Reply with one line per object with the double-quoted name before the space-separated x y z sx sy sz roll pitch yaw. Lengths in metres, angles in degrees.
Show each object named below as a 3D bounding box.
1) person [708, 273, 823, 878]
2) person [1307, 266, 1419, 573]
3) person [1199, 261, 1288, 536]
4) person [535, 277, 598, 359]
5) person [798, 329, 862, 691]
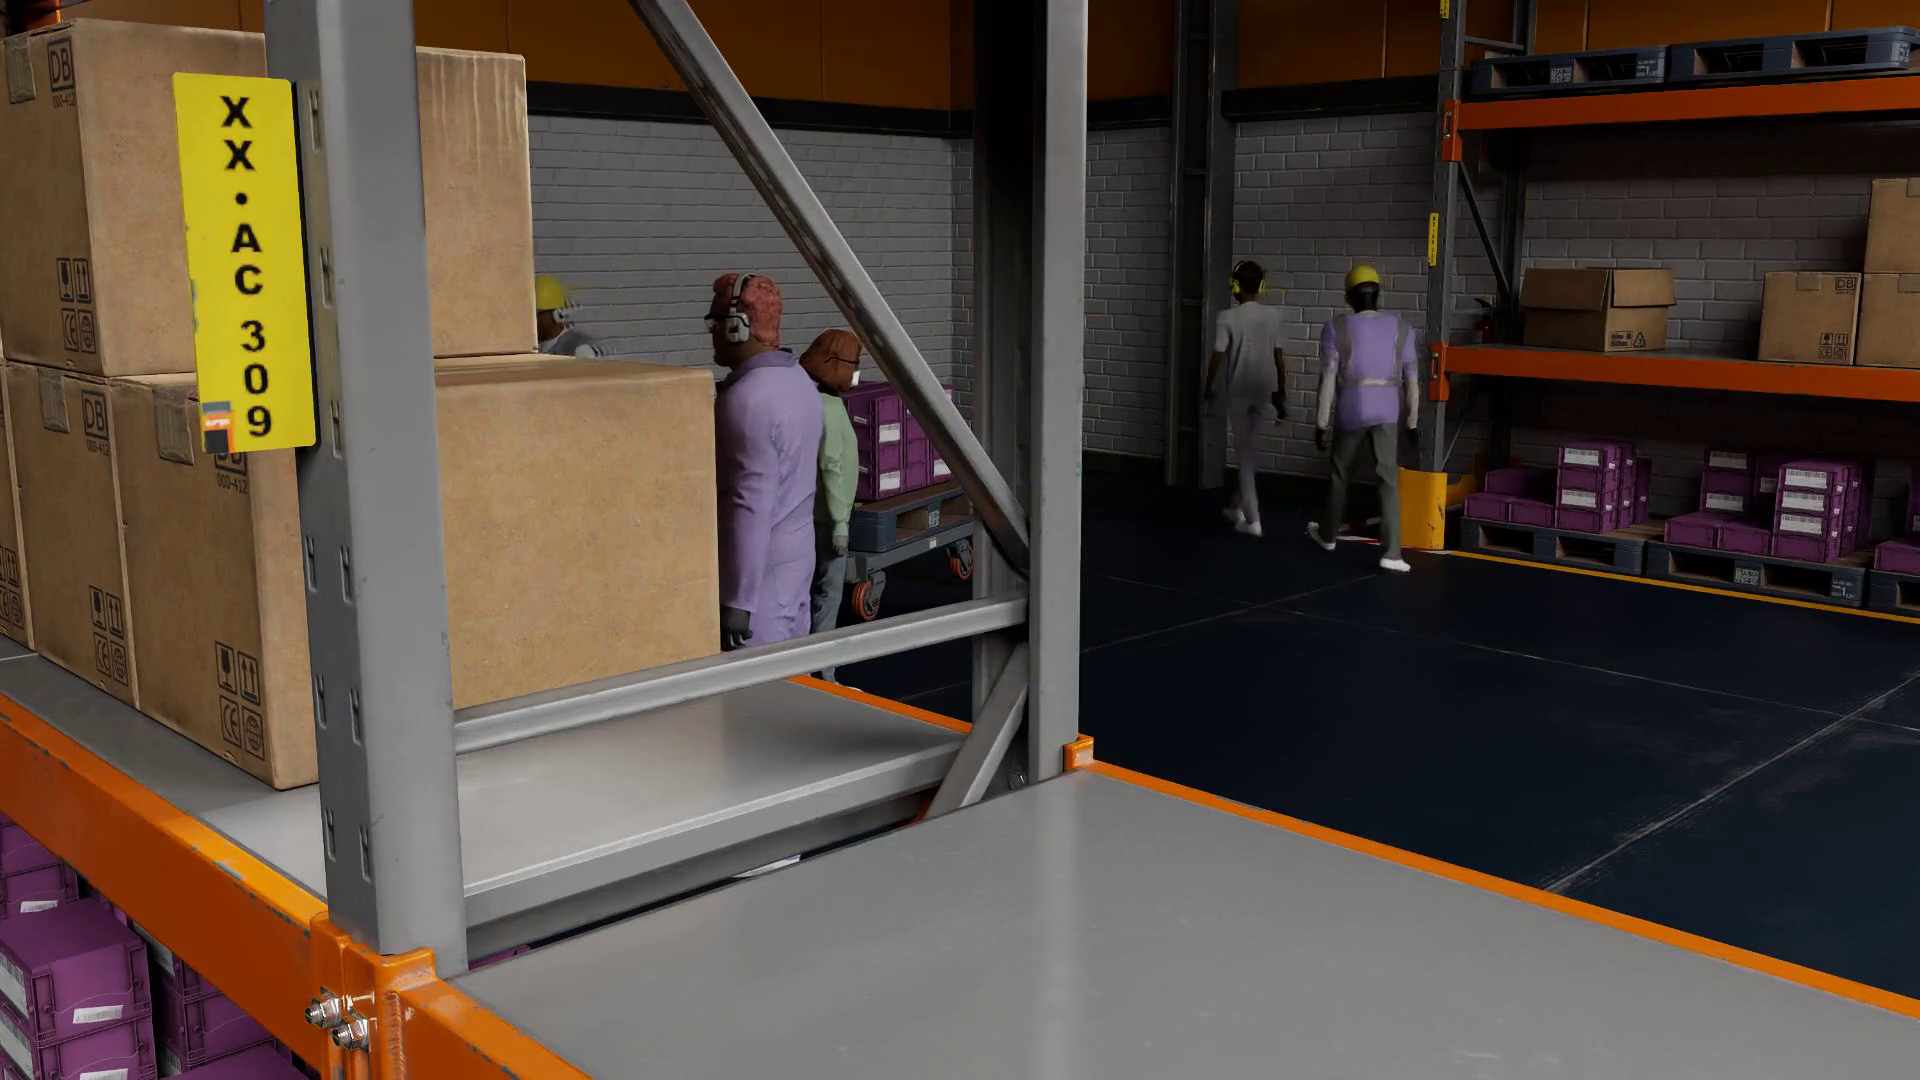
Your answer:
"person" -0.655 0.115 5.285 0.403 1.906 0.651 2 11 9
"person" 2.494 -0.758 10.259 0.682 1.821 1.036 0 10 -1
"person" 1.903 -0.980 11.418 0.564 1.841 0.797 -4 11 -20
"person" -2.310 -0.540 9.170 0.613 1.780 0.917 6 12 30
"person" -0.539 -0.076 7.069 0.279 1.633 0.498 -2 11 -8
